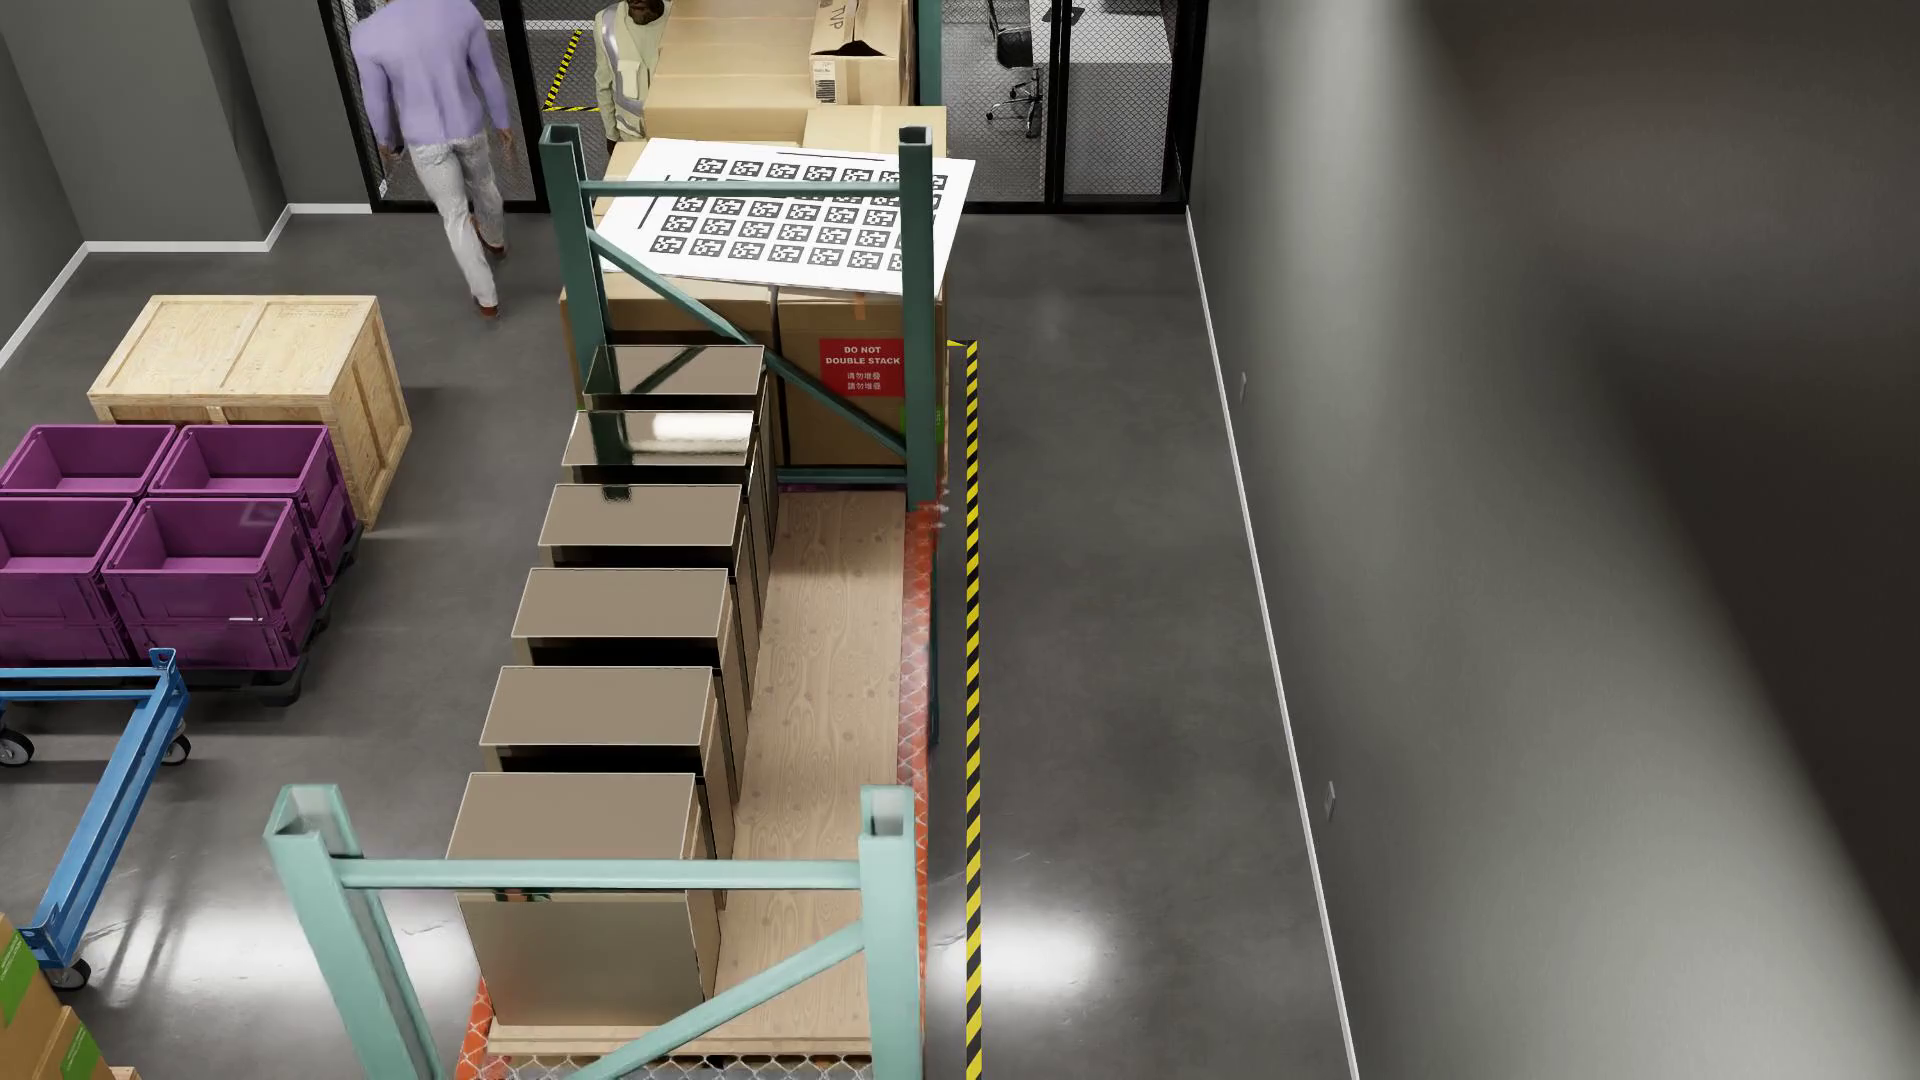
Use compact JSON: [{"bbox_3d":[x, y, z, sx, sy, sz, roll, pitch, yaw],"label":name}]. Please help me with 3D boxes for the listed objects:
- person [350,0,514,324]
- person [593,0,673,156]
[{"bbox_3d":[-2.607,-2.061,8.288,0.657,1.883,0.905,-25,47,-26],"label":"person"},{"bbox_3d":[-1.501,-2.070,8.331,0.601,1.831,0.404,0,41,0],"label":"person"}]
